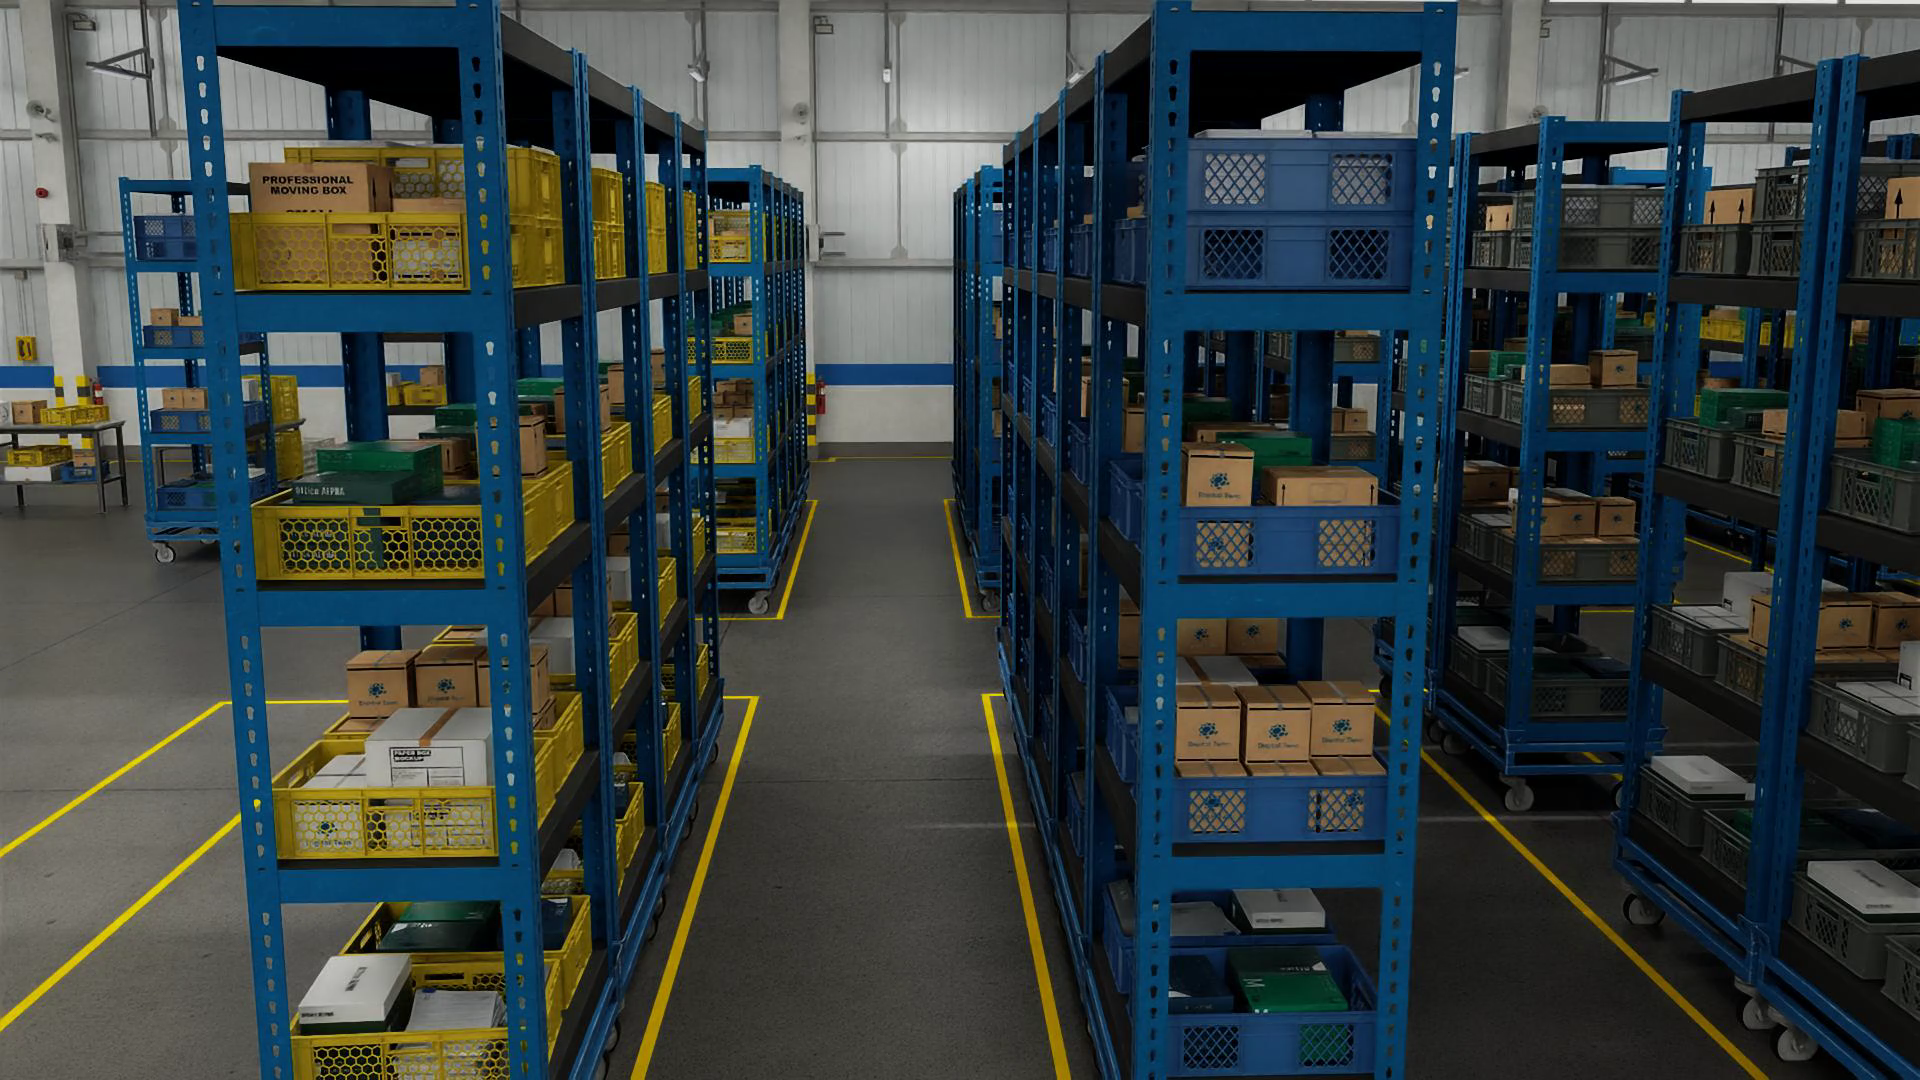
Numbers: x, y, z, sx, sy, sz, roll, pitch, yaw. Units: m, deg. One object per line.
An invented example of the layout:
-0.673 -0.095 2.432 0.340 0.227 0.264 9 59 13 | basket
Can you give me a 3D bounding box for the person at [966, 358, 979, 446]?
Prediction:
0.149 -1.743 21.660 0.375 1.843 0.574 4 11 22 | person
